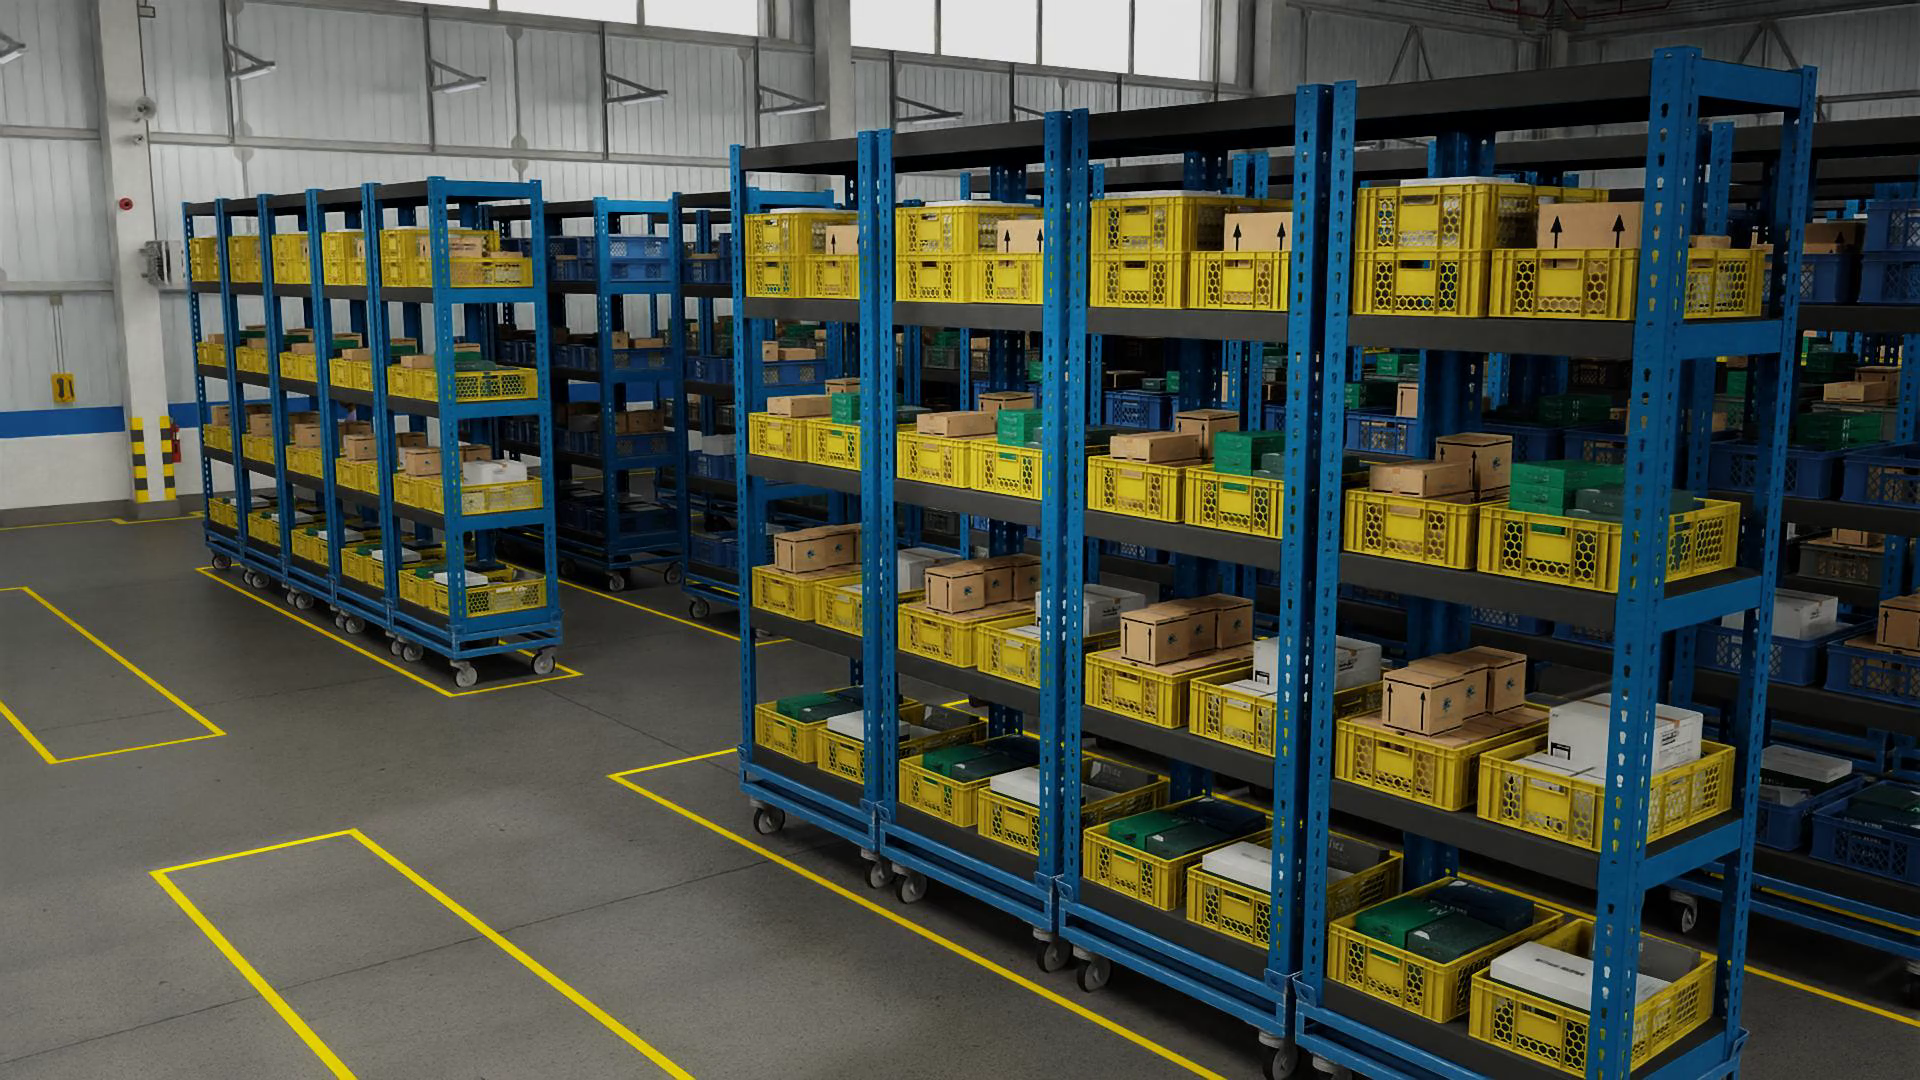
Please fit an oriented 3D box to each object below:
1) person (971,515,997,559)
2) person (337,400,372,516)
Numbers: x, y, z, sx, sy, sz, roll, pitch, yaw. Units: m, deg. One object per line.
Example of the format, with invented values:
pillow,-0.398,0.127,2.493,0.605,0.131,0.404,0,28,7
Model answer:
person,0.294,-0.035,12.976,0.589,1.822,0.403,-3,10,-19
person,-6.098,-0.697,16.940,0.388,1.837,0.560,-4,10,-25
